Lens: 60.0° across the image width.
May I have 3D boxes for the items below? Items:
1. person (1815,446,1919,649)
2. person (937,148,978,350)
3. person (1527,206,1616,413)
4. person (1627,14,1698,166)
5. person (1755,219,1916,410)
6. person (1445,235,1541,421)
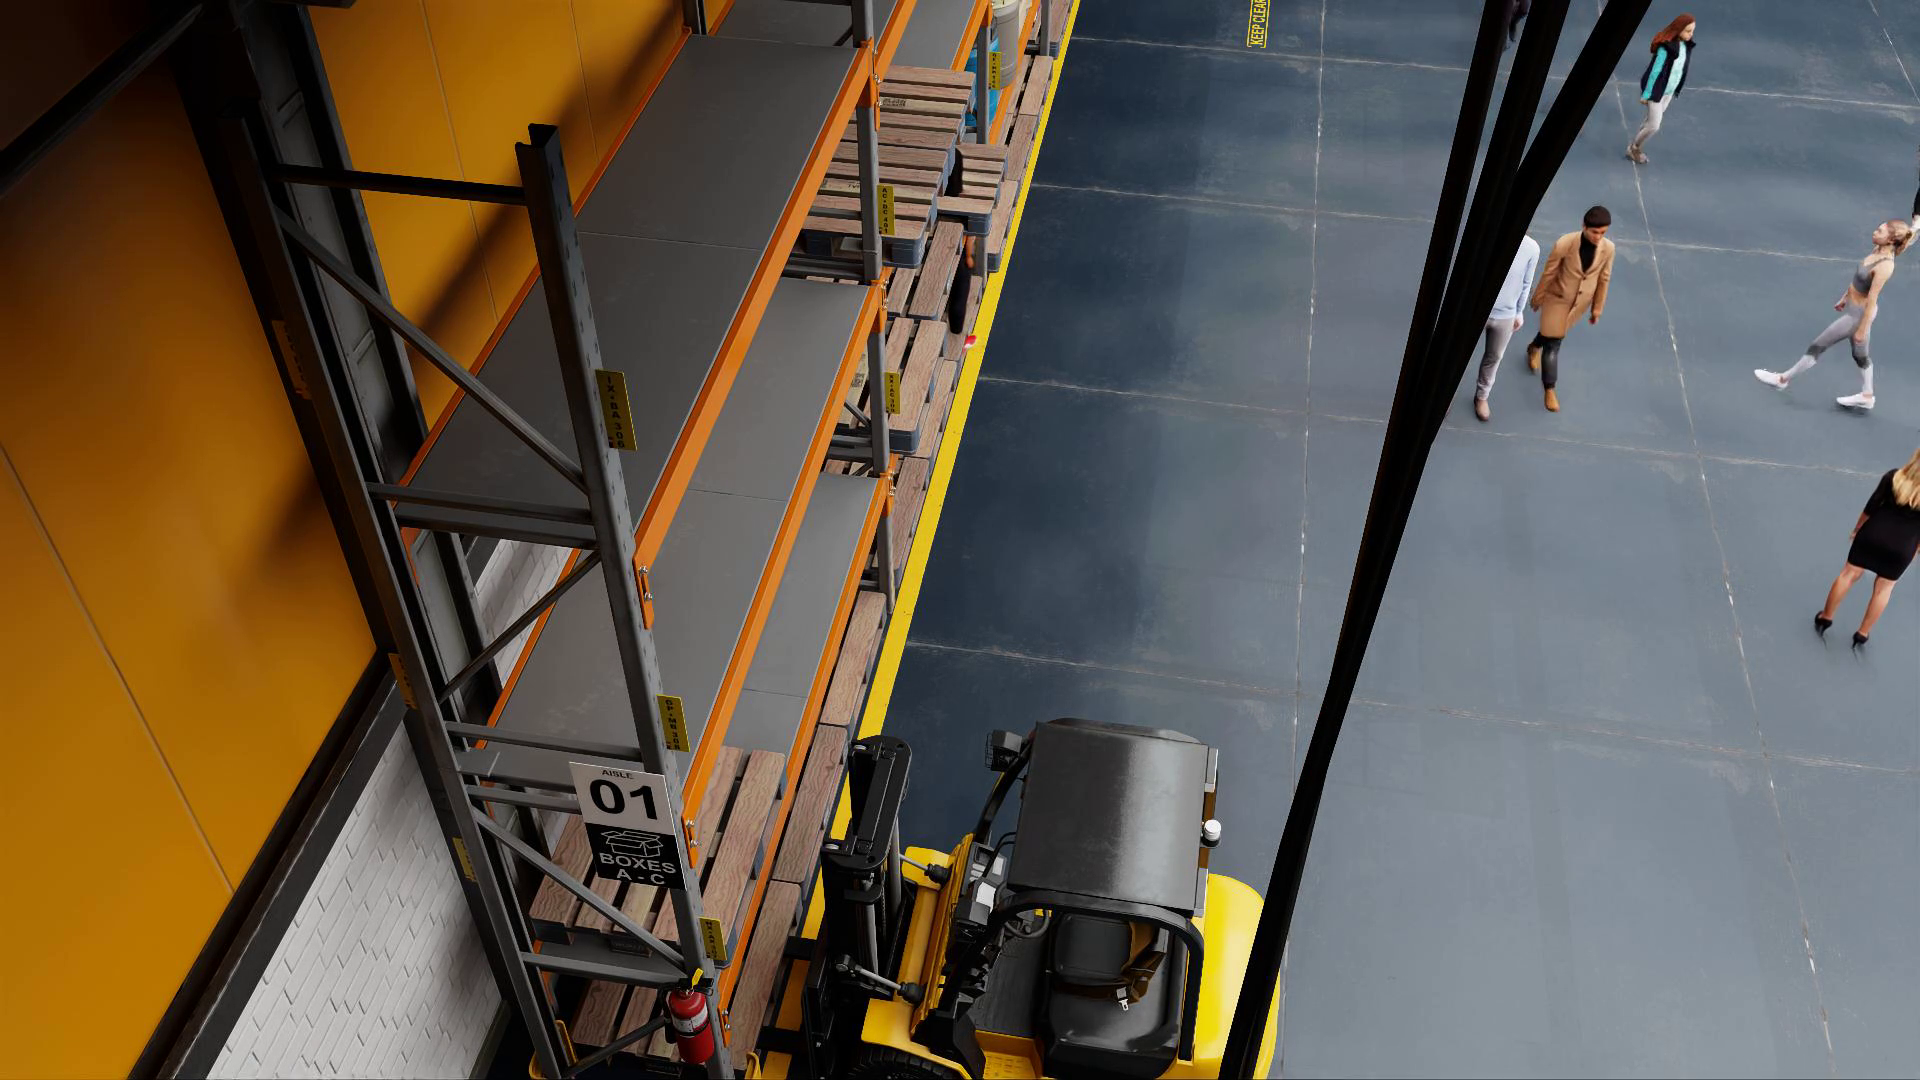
[{"bbox_3d":[6.109,0.025,10.975,0.644,1.670,0.659,26,49,25],"label":"person"},{"bbox_3d":[-0.110,-2.335,13.347,0.774,1.815,0.798,32,52,29],"label":"person"},{"bbox_3d":[4.739,-1.934,13.026,0.827,1.677,1.204,-1,44,-1],"label":"person"},{"bbox_3d":[6.513,-4.248,15.587,0.709,1.495,0.770,-27,50,-25],"label":"person"},{"bbox_3d":[6.977,-1.688,12.784,0.857,1.654,1.137,18,47,18],"label":"person"},{"bbox_3d":[4.040,-1.747,12.672,0.660,1.893,0.559,6,44,6],"label":"person"}]
